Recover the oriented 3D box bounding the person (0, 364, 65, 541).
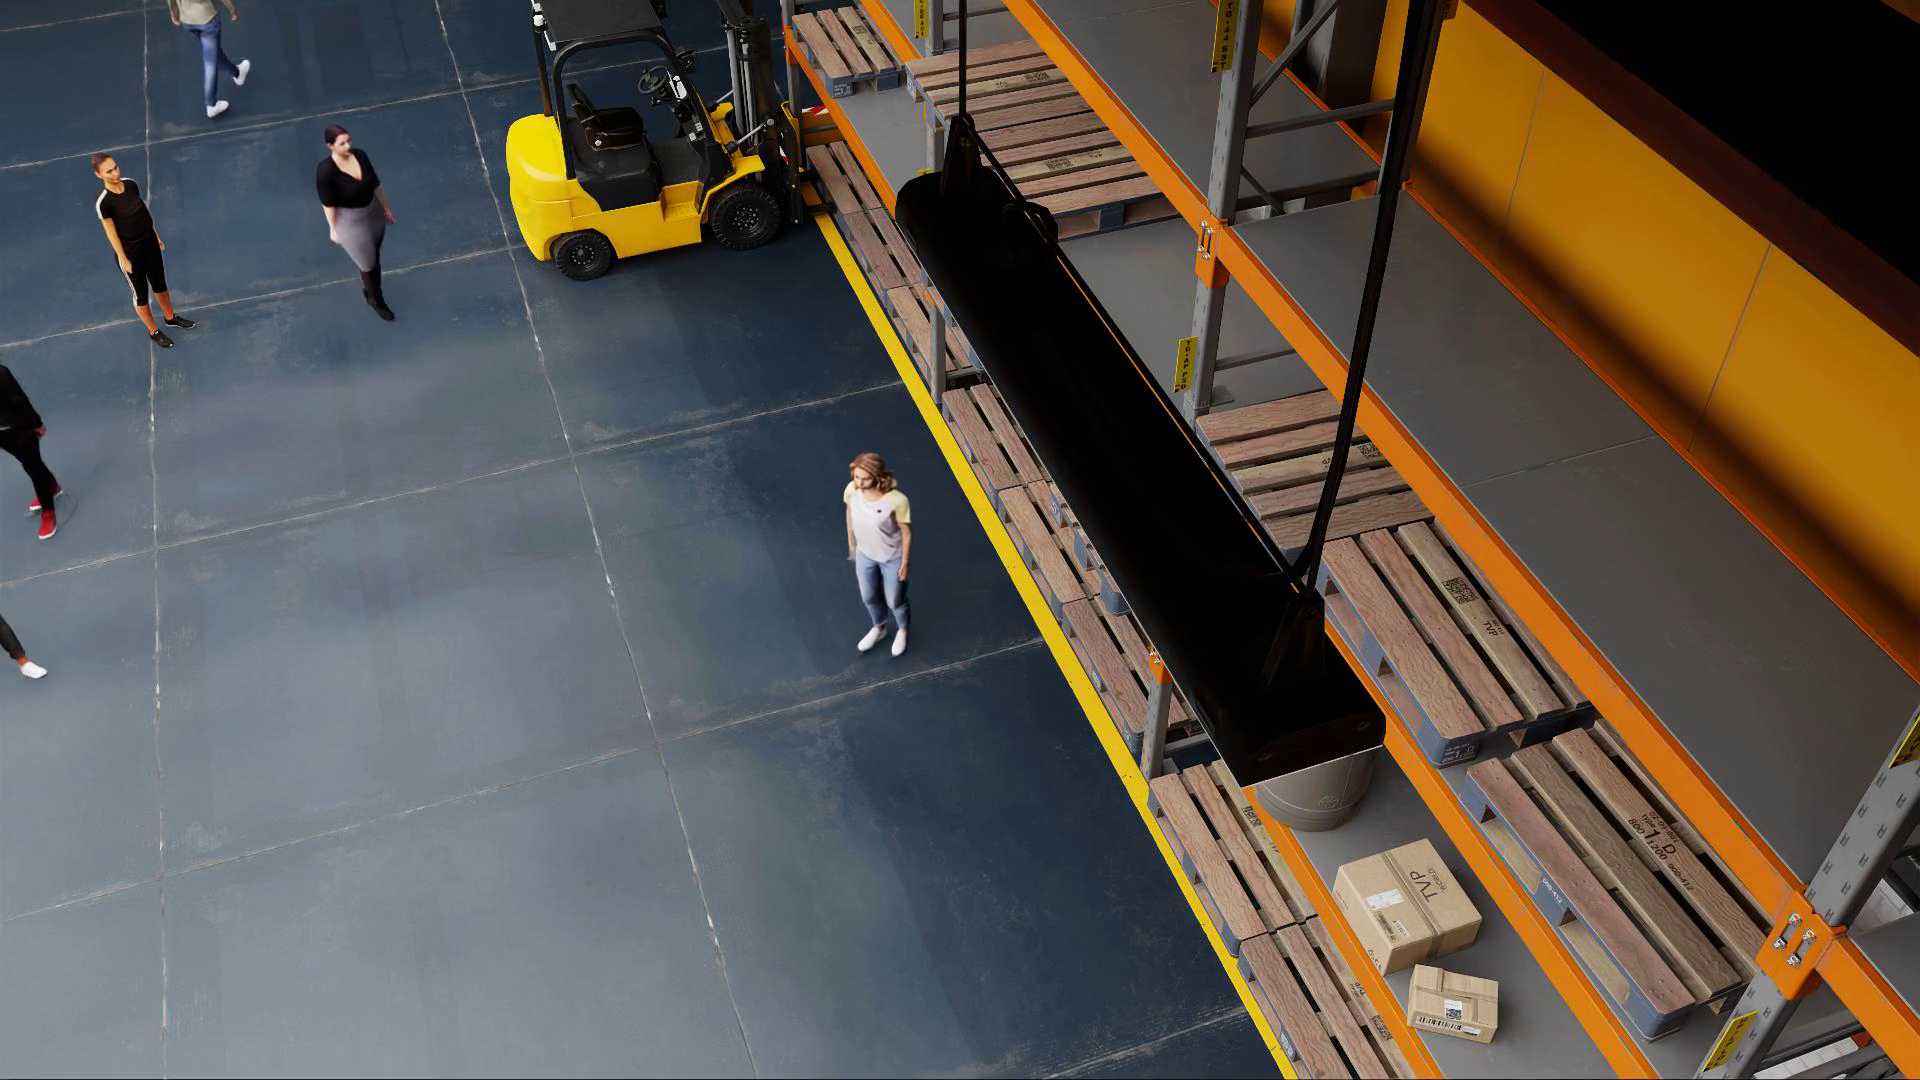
[{"bbox_3d":[-6.678,-0.839,11.698,0.778,1.655,0.937,2,44,2],"label":"person"}]

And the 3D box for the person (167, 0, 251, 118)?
[{"bbox_3d":[-7.292,-4.929,15.876,1.100,1.815,1.278,8,44,8],"label":"person"}]

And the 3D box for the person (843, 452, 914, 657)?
[{"bbox_3d":[-0.493,0.077,10.696,0.713,1.710,0.775,18,46,18],"label":"person"}]

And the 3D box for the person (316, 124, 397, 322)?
[{"bbox_3d":[-4.944,-2.595,13.479,0.855,1.741,0.805,21,48,21],"label":"person"}]

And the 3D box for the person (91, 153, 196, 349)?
[{"bbox_3d":[-6.576,-2.338,13.262,0.725,1.669,0.651,14,45,15],"label":"person"}]
